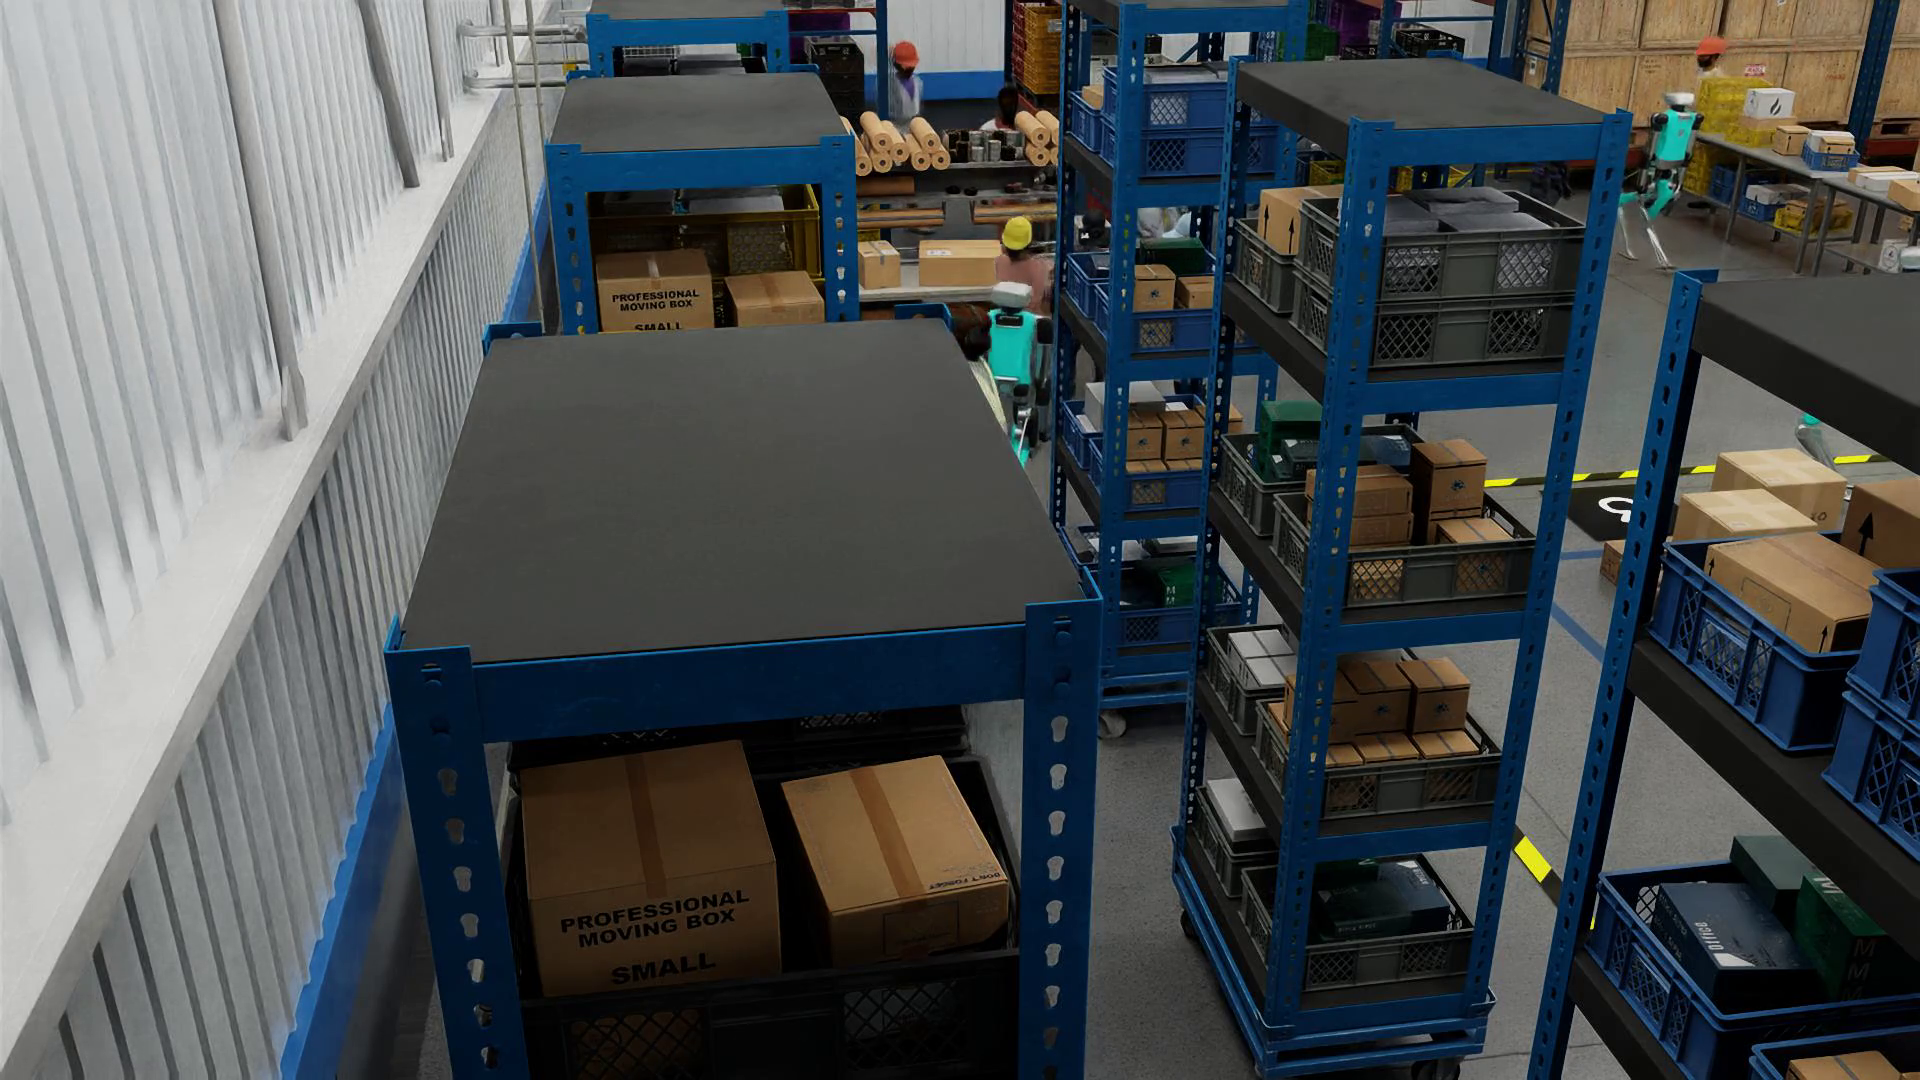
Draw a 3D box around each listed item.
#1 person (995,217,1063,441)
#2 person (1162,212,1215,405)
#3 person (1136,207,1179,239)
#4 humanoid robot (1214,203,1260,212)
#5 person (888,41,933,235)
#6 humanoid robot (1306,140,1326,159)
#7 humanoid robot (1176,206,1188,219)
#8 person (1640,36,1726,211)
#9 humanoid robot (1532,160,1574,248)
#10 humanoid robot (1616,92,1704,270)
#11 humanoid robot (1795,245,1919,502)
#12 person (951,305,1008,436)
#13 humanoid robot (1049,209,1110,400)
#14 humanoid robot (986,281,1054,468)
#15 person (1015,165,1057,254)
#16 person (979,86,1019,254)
[{"bbox_3d":[0.414,-1.461,11.755,0.912,1.697,0.526,-20,31,-36],"label":"person"},{"bbox_3d":[1.528,-1.309,11.254,0.396,1.848,0.587,-5,25,-11],"label":"person"},{"bbox_3d":[1.709,-2.821,14.677,0.356,1.741,0.501,-14,28,-28],"label":"person"},{"bbox_3d":[3.085,-4.419,18.276,0.786,1.630,0.591,-10,26,-20],"label":"humanoid robot"},{"bbox_3d":[-0.613,-4.161,17.255,0.604,2.016,0.668,19,31,36],"label":"person"},{"bbox_3d":[4.289,-4.979,19.203,0.735,1.677,0.533,0,25,0],"label":"humanoid robot"},{"bbox_3d":[2.360,-3.642,16.481,0.840,1.786,0.611,18,30,34],"label":"humanoid robot"},{"bbox_3d":[8.060,-4.553,18.262,0.917,1.890,0.554,1,25,2],"label":"person"},{"bbox_3d":[5.723,-3.381,15.980,0.677,1.631,0.619,19,31,36],"label":"humanoid robot"},{"bbox_3d":[6.672,-3.462,16.064,0.539,1.752,0.942,-7,26,-15],"label":"humanoid robot"},{"bbox_3d":[5.774,-1.104,10.776,0.735,1.680,0.533,14,28,28],"label":"humanoid robot"},{"bbox_3d":[0.047,-0.442,9.417,0.688,1.816,0.644,6,25,12],"label":"person"},{"bbox_3d":[0.909,-1.560,12.012,0.616,1.647,0.328,8,26,17],"label":"humanoid robot"},{"bbox_3d":[0.235,-0.556,9.769,0.550,1.766,0.961,4,25,8],"label":"humanoid robot"},{"bbox_3d":[0.617,-2.591,14.071,0.422,1.823,0.580,21,32,38],"label":"person"},{"bbox_3d":[0.446,-3.326,15.598,0.591,1.883,0.890,-7,26,-14],"label":"person"}]
